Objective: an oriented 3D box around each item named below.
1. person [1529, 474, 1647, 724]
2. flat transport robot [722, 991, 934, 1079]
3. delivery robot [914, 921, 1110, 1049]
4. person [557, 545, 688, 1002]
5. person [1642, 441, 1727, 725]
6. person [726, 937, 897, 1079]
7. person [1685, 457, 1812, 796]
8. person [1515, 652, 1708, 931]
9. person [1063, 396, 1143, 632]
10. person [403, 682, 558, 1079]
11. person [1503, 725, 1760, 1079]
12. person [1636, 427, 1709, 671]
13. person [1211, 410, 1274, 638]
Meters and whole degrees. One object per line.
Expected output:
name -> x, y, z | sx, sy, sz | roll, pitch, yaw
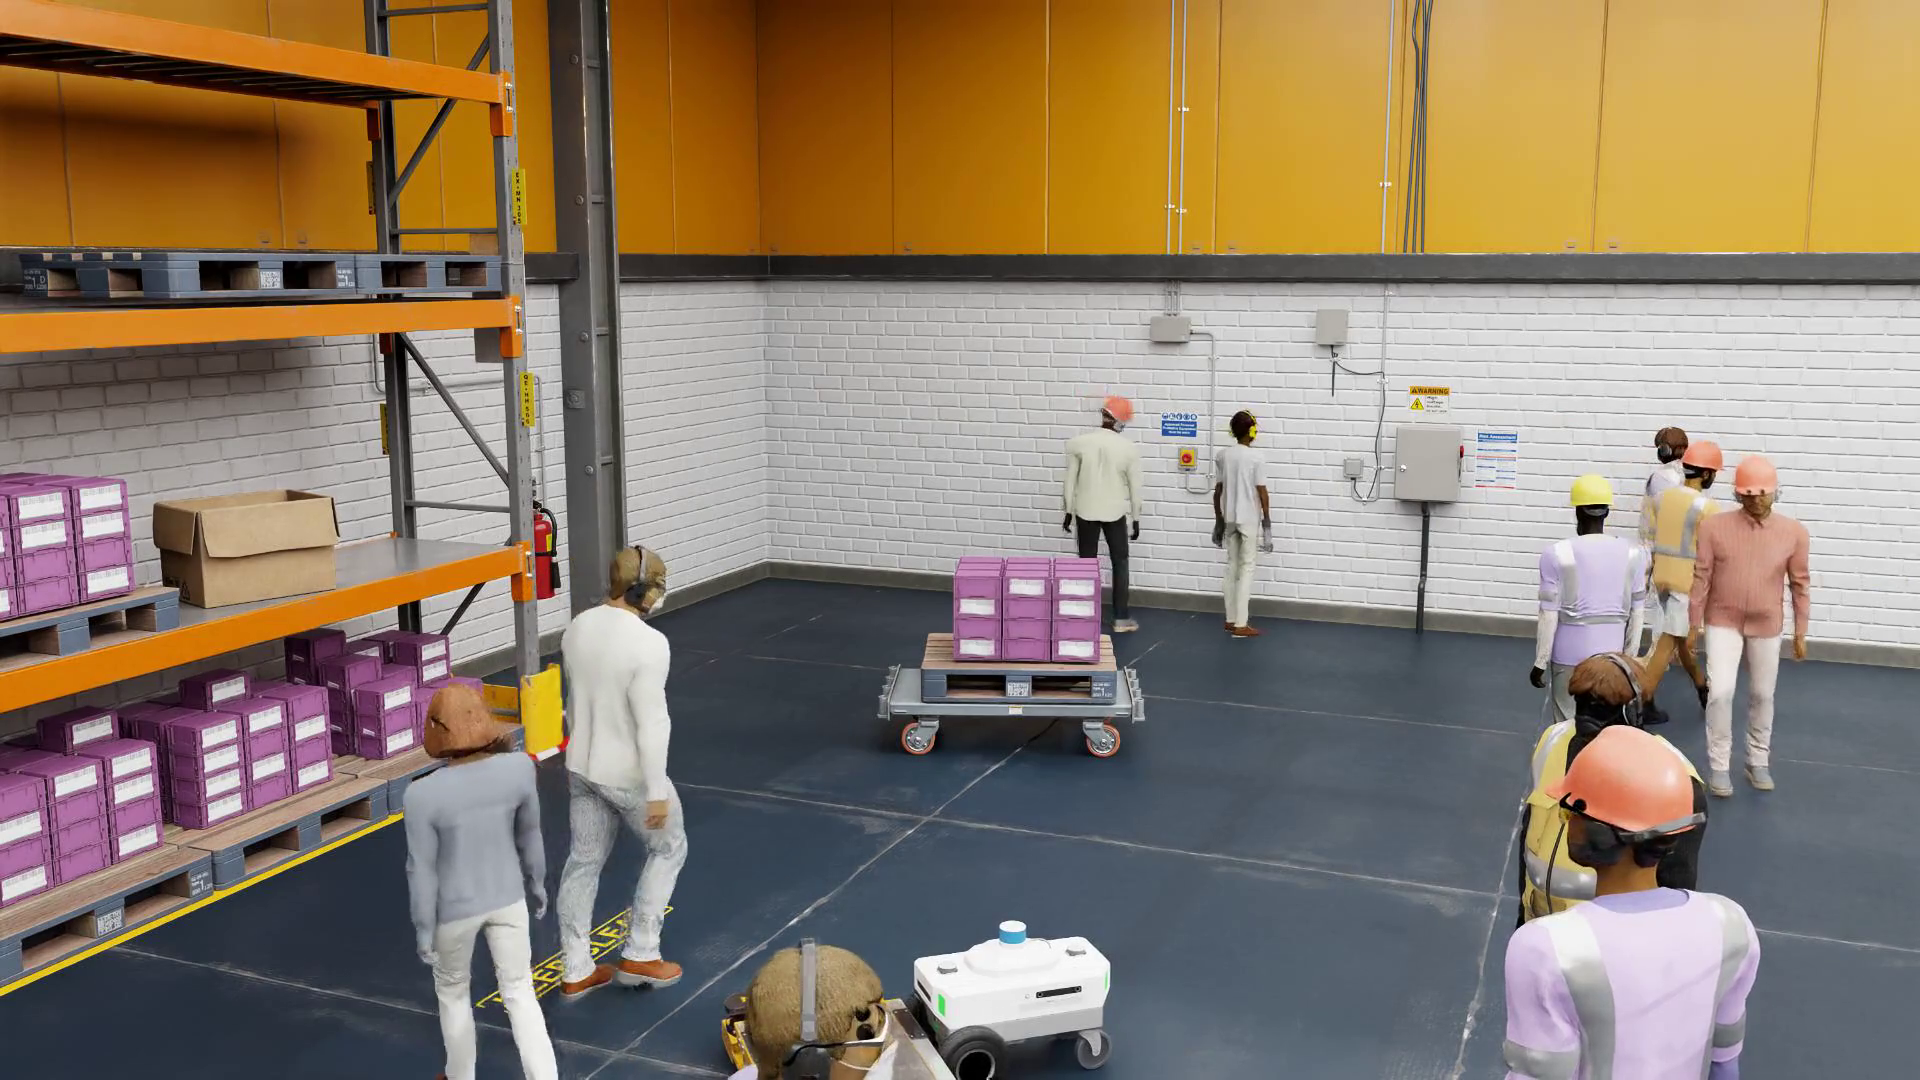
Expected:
person -> 3.365, 0.605, 8.969 | 0.594, 1.922, 0.385 | -1, 9, -6
flat transport robot -> -0.392, 1.939, 5.885 | 0.652, 0.197, 1.431 | -3, 10, -18
delivery robot -> 0.199, 1.685, 6.283 | 0.707, 0.478, 0.477 | -3, 10, -18
person -> -1.417, 0.963, 6.889 | 0.750, 1.904, 0.628 | 7, 12, 37
person -> 4.882, 0.285, 11.033 | 0.981, 1.881, 0.556 | -3, 10, -18
person -> -0.278, 1.608, 2.846 | 0.354, 1.937, 0.635 | -3, 10, -17
person -> 4.502, 0.502, 9.495 | 0.659, 1.953, 0.751 | 3, 10, 16
person -> 2.013, 1.253, 5.304 | 0.429, 1.841, 0.625 | -5, 11, -29
person -> 1.187, -0.197, 13.773 | 0.676, 1.950, 0.460 | 1, 9, 8
person -> -1.649, 1.286, 5.785 | 0.520, 1.608, 0.744 | -7, 12, -38
person -> 1.433, 1.412, 3.707 | 0.614, 2.047, 0.361 | -3, 10, -19
person -> 5.325, 0.066, 12.512 | 0.619, 1.837, 0.430 | -7, 12, -35
person -> 2.328, -0.129, 13.668 | 0.550, 1.853, 0.444 | 9, 13, 44
